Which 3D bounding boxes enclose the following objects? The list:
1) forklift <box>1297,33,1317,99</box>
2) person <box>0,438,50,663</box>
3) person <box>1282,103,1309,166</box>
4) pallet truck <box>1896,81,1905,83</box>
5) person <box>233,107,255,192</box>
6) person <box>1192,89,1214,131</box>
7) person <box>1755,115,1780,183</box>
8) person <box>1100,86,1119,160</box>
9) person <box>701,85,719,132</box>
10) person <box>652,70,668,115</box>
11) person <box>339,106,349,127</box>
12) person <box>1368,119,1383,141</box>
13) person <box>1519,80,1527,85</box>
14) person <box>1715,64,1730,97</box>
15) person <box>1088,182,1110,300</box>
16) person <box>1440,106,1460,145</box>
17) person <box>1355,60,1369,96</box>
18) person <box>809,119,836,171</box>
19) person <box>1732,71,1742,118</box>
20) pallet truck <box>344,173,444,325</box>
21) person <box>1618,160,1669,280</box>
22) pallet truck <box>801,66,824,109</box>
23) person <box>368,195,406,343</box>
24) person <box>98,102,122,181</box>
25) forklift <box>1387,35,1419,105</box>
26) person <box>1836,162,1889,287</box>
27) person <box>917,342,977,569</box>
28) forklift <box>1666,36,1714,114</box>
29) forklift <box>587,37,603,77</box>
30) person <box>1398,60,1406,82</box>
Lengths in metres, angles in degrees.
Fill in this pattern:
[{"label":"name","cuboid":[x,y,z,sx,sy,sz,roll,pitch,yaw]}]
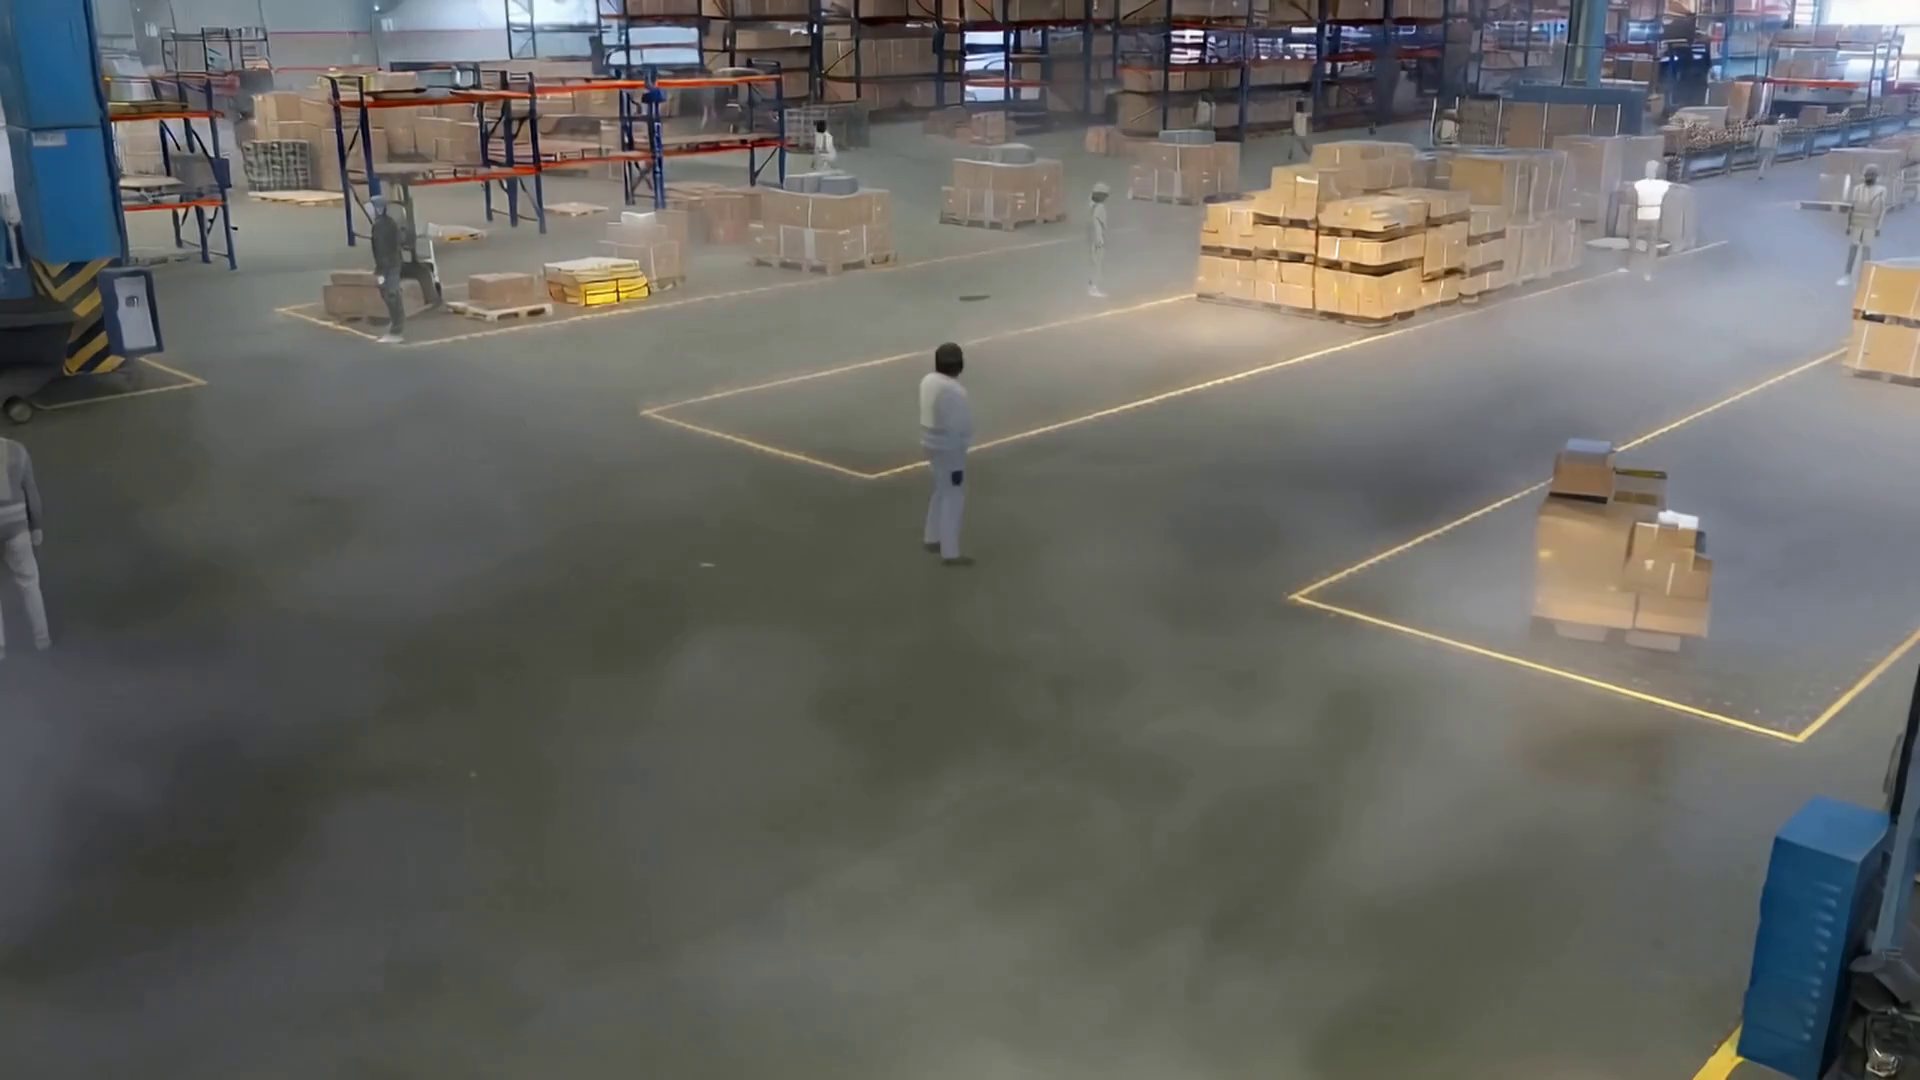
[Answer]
[{"label":"forklift","cuboid":[13.976,-18.941,66.847,1.873,2.768,1.129,16,24,40]},{"label":"person","cuboid":[-6.729,-0.057,11.577,0.633,1.843,0.429,-16,24,-40]},{"label":"person","cuboid":[8.946,-10.646,43.780,0.538,1.656,0.884,-16,24,-39]},{"label":"pallet truck","cuboid":[34.802,-16.331,61.455,0.653,1.274,1.630,17,25,41]},{"label":"person","cuboid":[-16.524,-9.074,38.625,0.789,1.910,0.630,-17,25,-41]},{"label":"person","cuboid":[6.335,-10.783,43.583,0.535,2.000,0.674,9,20,25]},{"label":"person","cuboid":[19.624,-9.510,40.459,0.502,1.590,0.868,17,25,41]},{"label":"person","cuboid":[4.066,-11.421,45.596,0.434,1.974,0.632,-7,19,-19]},{"label":"person","cuboid":[-8.172,-14.178,54.519,0.875,1.591,0.529,9,20,25]},{"label":"person","cuboid":[-10.174,-14.973,56.416,0.587,1.911,0.397,7,20,19]},{"label":"person","cuboid":[-15.000,-9.616,40.333,0.980,1.865,0.579,-9,20,-25]},{"label":"person","cuboid":[8.934,-8.217,36.179,0.847,1.825,0.514,-4,19,-12]},{"label":"person","cuboid":[17.662,-13.523,52.241,0.596,1.795,0.918,15,24,39]},{"label":"person","cuboid":[30.210,-18.012,65.938,0.557,1.656,0.820,6,19,17]},{"label":"person","cuboid":[2.115,-4.538,25.230,0.296,1.745,0.485,3,19,10]},{"label":"person","cuboid":[11.408,-9.125,38.772,0.394,1.929,0.539,-11,22,-31]},{"label":"person","cuboid":[17.502,-20.237,72.415,0.598,1.817,0.536,15,24,38]},{"label":"person","cuboid":[-2.980,-8.226,36.216,1.031,1.826,0.570,-9,20,-25]},{"label":"person","cuboid":[27.532,-15.717,58.935,0.890,1.715,0.551,-1,18,-4]},{"label":"pallet truck","cuboid":[-8.209,-4.181,23.757,0.823,1.965,1.885,3,19,9]},{"label":"person","cuboid":[11.124,-5.223,27.079,0.628,1.879,0.918,-2,18,-5]},{"label":"pallet truck","cuboid":[-4.812,-15.182,56.903,0.823,1.965,1.885,-9,21,-26]},{"label":"person","cuboid":[-7.618,-3.601,22.102,0.372,1.940,0.630,-2,18,-5]},{"label":"person","cuboid":[-20.811,-9.740,40.601,0.376,1.936,0.549,8,20,24]},{"label":"forklift","cuboid":[16.414,-17.731,63.204,1.873,2.768,1.129,-2,19,-7]},{"label":"person","cuboid":[14.241,-4.961,26.197,0.350,1.942,0.543,-16,24,-40]},{"label":"person","cuboid":[-0.105,-0.692,13.518,0.430,1.827,0.699,-7,20,-21]},{"label":"forklift","cuboid":[27.341,-17.291,61.877,1.129,2.768,1.873,17,25,41]},{"label":"forklift","cuboid":[-13.413,-17.166,61.501,1.873,2.768,1.129,-6,19,-17]},{"label":"person","cuboid":[16.794,-17.407,63.736,0.581,1.918,0.589,15,23,38]}]
